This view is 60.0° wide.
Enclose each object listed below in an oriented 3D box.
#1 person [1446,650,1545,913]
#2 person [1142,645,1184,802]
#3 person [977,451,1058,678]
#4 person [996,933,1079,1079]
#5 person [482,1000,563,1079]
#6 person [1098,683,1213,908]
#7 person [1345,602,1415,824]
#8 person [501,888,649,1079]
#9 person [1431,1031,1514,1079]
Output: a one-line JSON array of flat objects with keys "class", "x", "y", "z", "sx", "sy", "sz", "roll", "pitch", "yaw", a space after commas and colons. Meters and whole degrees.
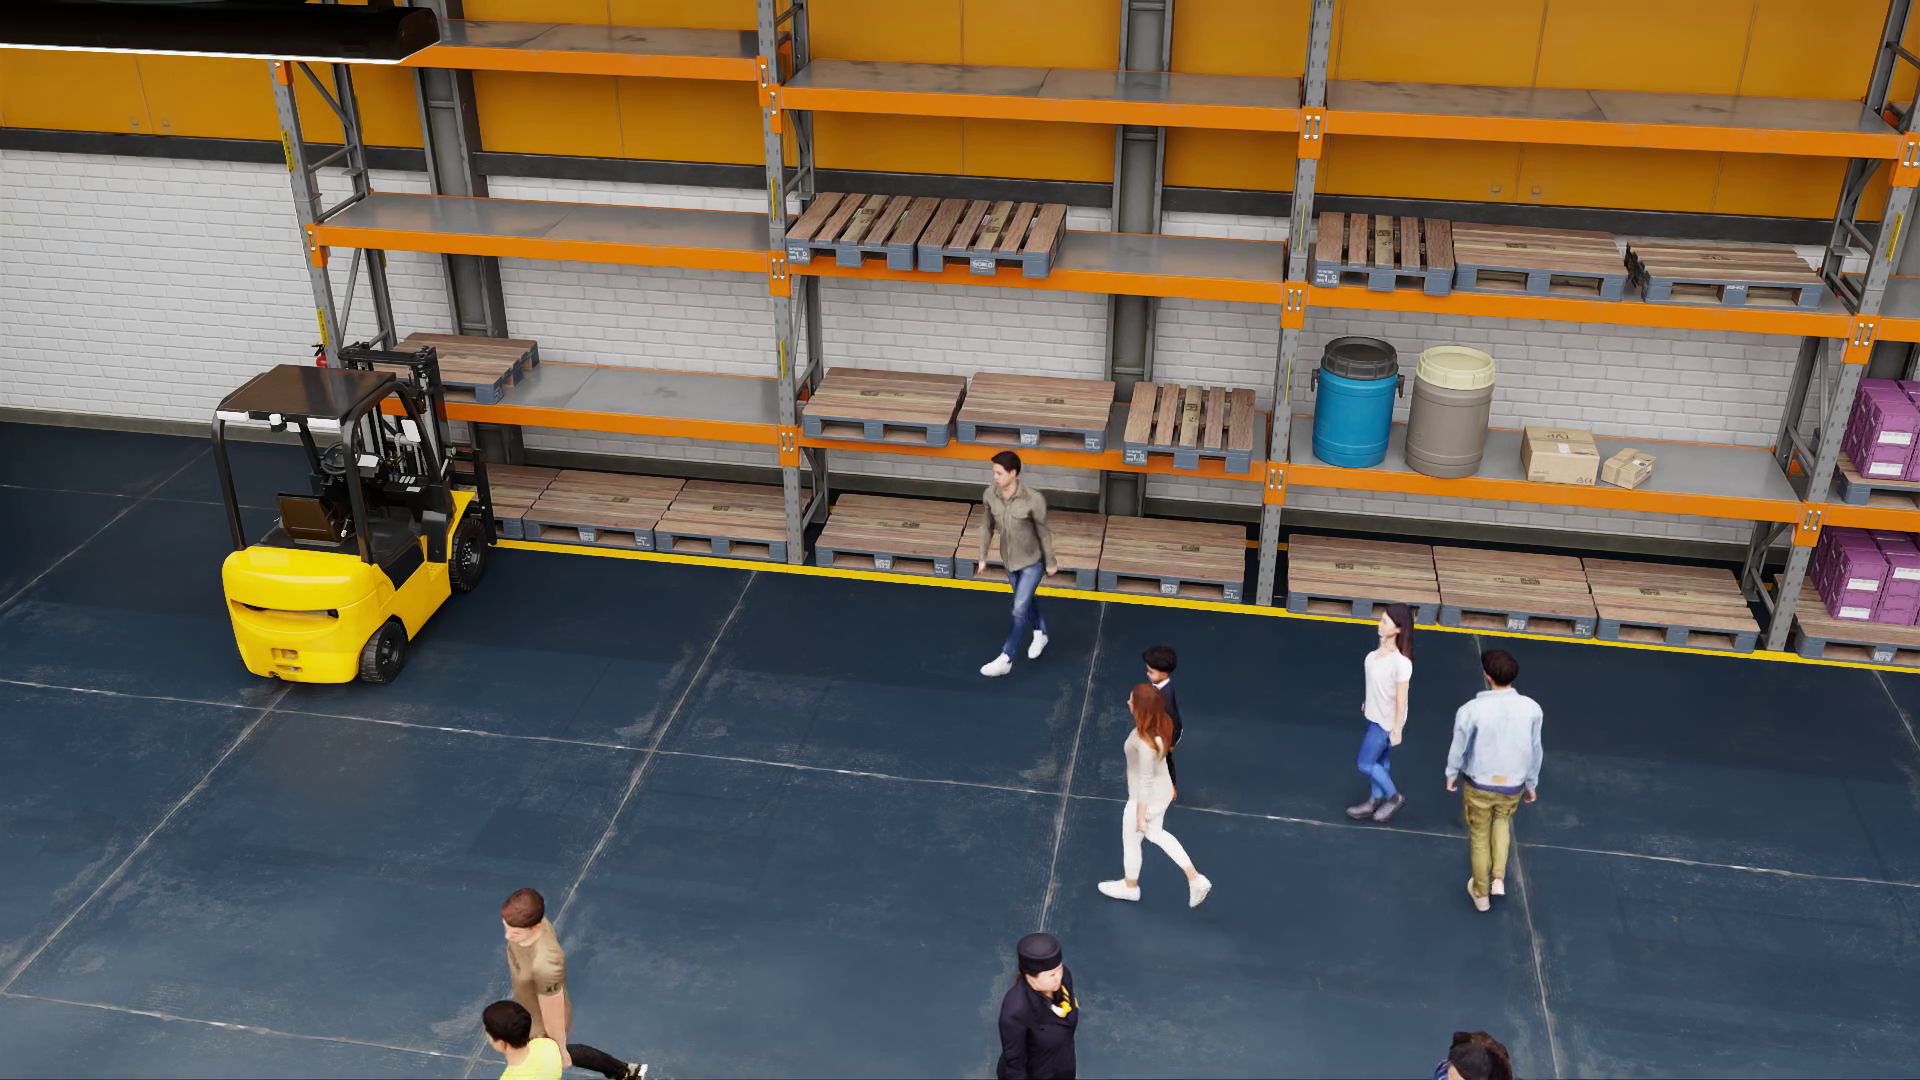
[{"class": "person", "x": 3.254, "y": 1.522, "z": 10.097, "sx": 0.630, "sy": 1.798, "sz": 0.808, "roll": 2, "pitch": 29, "yaw": 3}, {"class": "person", "x": 1.427, "y": 1.258, "z": 11.194, "sx": 0.578, "sy": 1.211, "sz": 0.571, "roll": -2, "pitch": 29, "yaw": -4}, {"class": "person", "x": 0.544, "y": 0.129, "z": 12.645, "sx": 1.146, "sy": 1.804, "sz": 1.109, "roll": 17, "pitch": 33, "yaw": 28}, {"class": "person", "x": 0.376, "y": 2.623, "z": 8.212, "sx": 0.777, "sy": 1.671, "sz": 0.786, "roll": 18, "pitch": 33, "yaw": 30}, {"class": "person", "x": -1.915, "y": 2.845, "z": 7.784, "sx": 0.875, "sy": 1.690, "sz": 0.634, "roll": 5, "pitch": 29, "yaw": 8}, {"class": "person", "x": 1.226, "y": 1.585, "z": 10.104, "sx": 1.025, "sy": 1.680, "sz": 0.780, "roll": 14, "pitch": 32, "yaw": 24}, {"class": "person", "x": 2.859, "y": 1.166, "z": 10.877, "sx": 0.692, "sy": 1.676, "sz": 0.676, "roll": -2, "pitch": 29, "yaw": -3}, {"class": "person", "x": -2.022, "y": 2.423, "z": 8.432, "sx": 1.209, "sy": 1.811, "sz": 1.066, "roll": -10, "pitch": 30, "yaw": -18}, {"class": "person", "x": 2.387, "y": 2.876, "z": 7.820, "sx": 1.045, "sy": 1.601, "sz": 0.921, "roll": -8, "pitch": 30, "yaw": -15}]
